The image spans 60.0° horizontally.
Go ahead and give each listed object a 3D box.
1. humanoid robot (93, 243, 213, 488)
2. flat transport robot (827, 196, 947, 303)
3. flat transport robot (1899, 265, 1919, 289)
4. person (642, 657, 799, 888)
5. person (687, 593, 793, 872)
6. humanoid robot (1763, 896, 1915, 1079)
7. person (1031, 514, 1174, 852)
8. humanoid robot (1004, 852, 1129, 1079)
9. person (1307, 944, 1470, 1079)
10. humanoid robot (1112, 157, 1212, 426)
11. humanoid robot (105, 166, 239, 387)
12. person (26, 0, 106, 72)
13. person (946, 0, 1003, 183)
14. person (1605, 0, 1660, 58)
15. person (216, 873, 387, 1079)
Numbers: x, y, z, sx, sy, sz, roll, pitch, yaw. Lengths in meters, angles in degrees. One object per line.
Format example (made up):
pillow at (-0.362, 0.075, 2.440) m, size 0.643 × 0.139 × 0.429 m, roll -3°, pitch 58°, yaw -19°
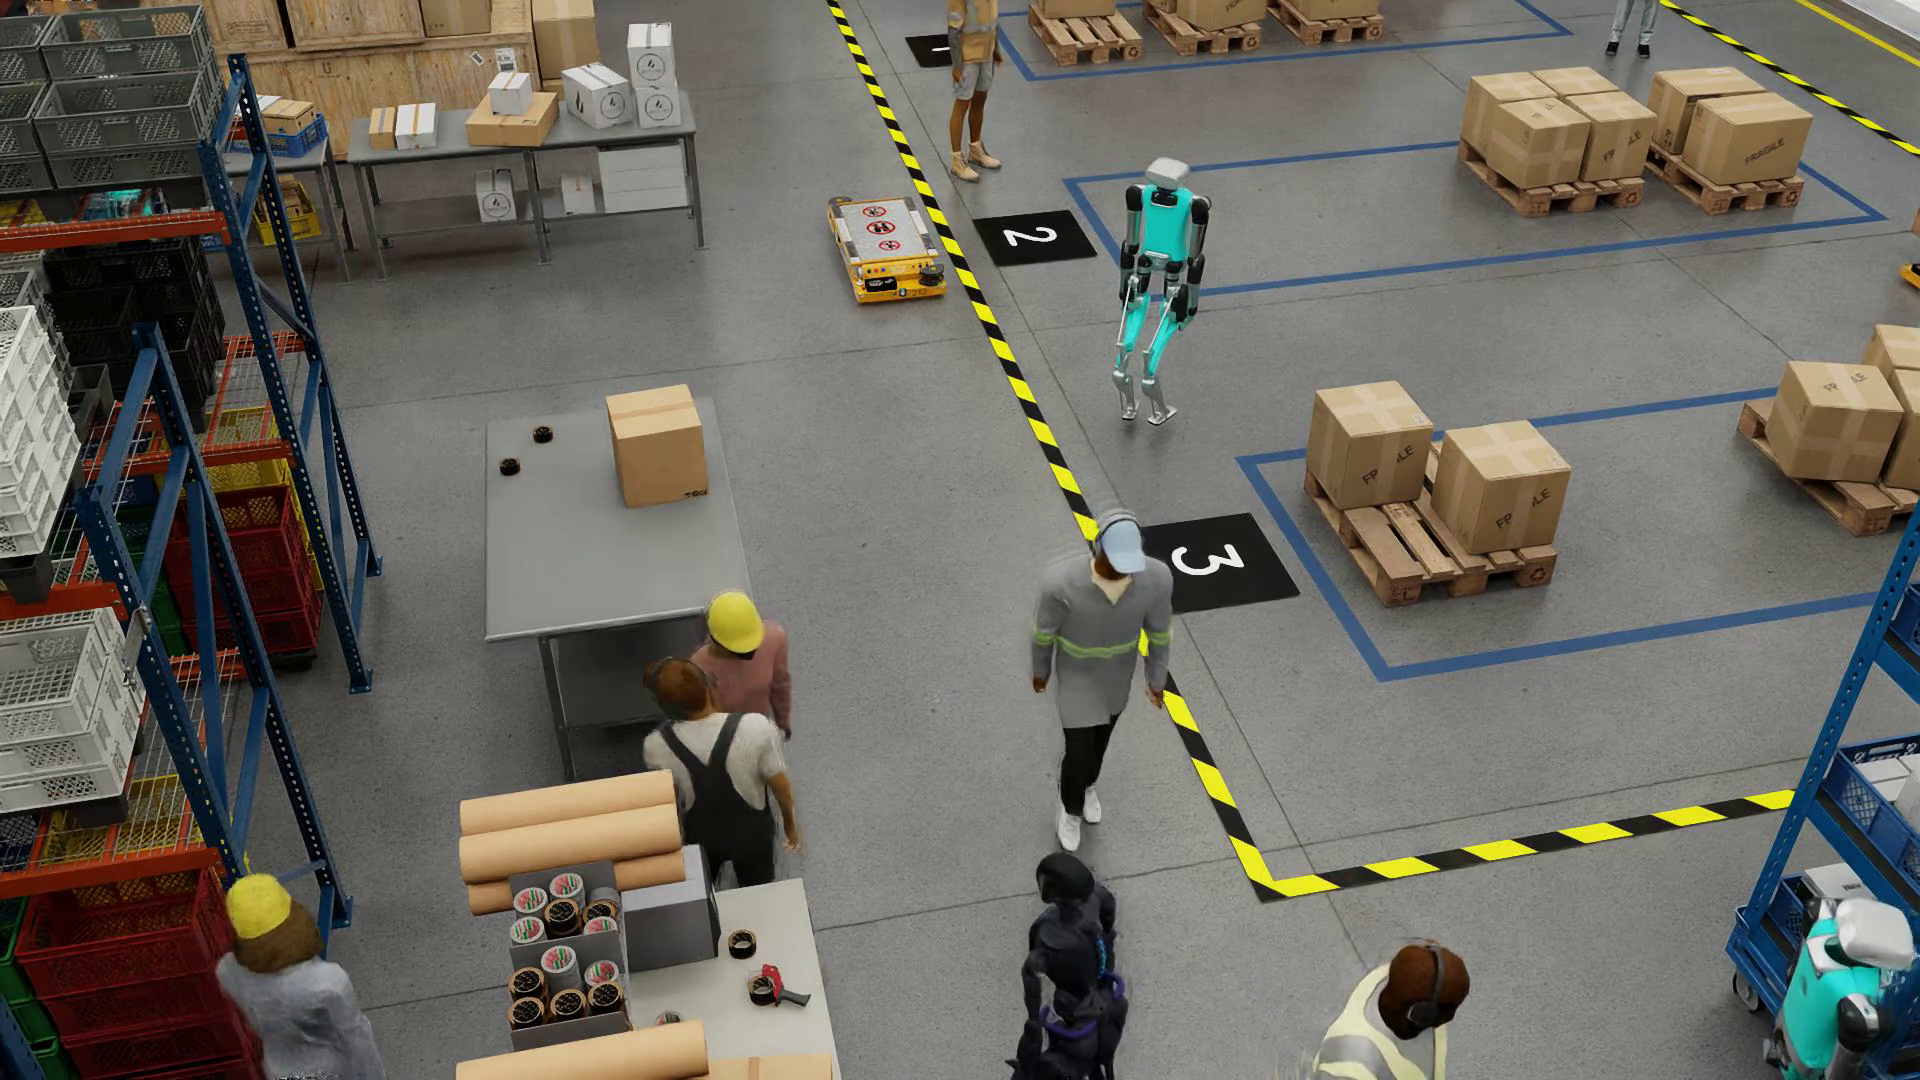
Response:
humanoid robot at (-4.821, -0.945, 9.644) m, size 0.496 × 1.634 × 0.600 m, roll -16°, pitch 40°, yaw -21°
flat transport robot at (-0.570, -2.220, 12.538) m, size 0.659 × 0.231 × 1.431 m, roll -8°, pitch 37°, yaw -10°
flat transport robot at (7.725, -1.942, 12.140) m, size 1.431 × 0.197 × 0.652 m, roll -8°, pitch 37°, yaw -10°
person at (-0.969, 1.205, 6.653) m, size 0.642 × 1.806 × 0.367 m, roll 0°, pitch 37°, yaw 1°
person at (-0.982, 0.831, 7.231) m, size 0.526 × 1.711 × 0.635 m, roll -28°, pitch 45°, yaw -32°
humanoid robot at (3.134, 1.950, 5.792) m, size 0.786 × 1.892 × 0.548 m, roll 4°, pitch 37°, yaw 5°
person at (0.644, 0.626, 7.405) m, size 0.614 × 1.825 × 0.637 m, roll -7°, pitch 37°, yaw -10°
humanoid robot at (0.394, 1.760, 6.034) m, size 0.777 × 1.627 × 0.596 m, roll 23°, pitch 42°, yaw 28°
person at (1.440, 2.048, 5.519) m, size 0.907 × 1.786 × 0.683 m, roll 29°, pitch 45°, yaw 33°
humanoid robot at (1.140, -1.430, 10.133) m, size 0.533 × 1.677 × 0.735 m, roll 17°, pitch 40°, yaw 22°
humanoid robot at (-5.279, -1.568, 10.453) m, size 1.044 × 1.746 × 0.560 m, roll -12°, pitch 38°, yaw -15°
person at (-7.352, -4.181, 13.794) m, size 0.558 × 1.918 × 0.705 m, roll 0°, pitch 37°, yaw 0°
person at (0.140, -3.906, 13.318) m, size 0.387 × 2.045 × 0.605 m, roll 27°, pitch 44°, yaw 31°
person at (6.480, -5.428, 15.549) m, size 0.587 × 1.821 × 0.404 m, roll 10°, pitch 38°, yaw 13°
person at (-2.223, 1.835, 5.875) m, size 0.552 × 1.717 × 0.341 m, roll 7°, pitch 37°, yaw 9°
